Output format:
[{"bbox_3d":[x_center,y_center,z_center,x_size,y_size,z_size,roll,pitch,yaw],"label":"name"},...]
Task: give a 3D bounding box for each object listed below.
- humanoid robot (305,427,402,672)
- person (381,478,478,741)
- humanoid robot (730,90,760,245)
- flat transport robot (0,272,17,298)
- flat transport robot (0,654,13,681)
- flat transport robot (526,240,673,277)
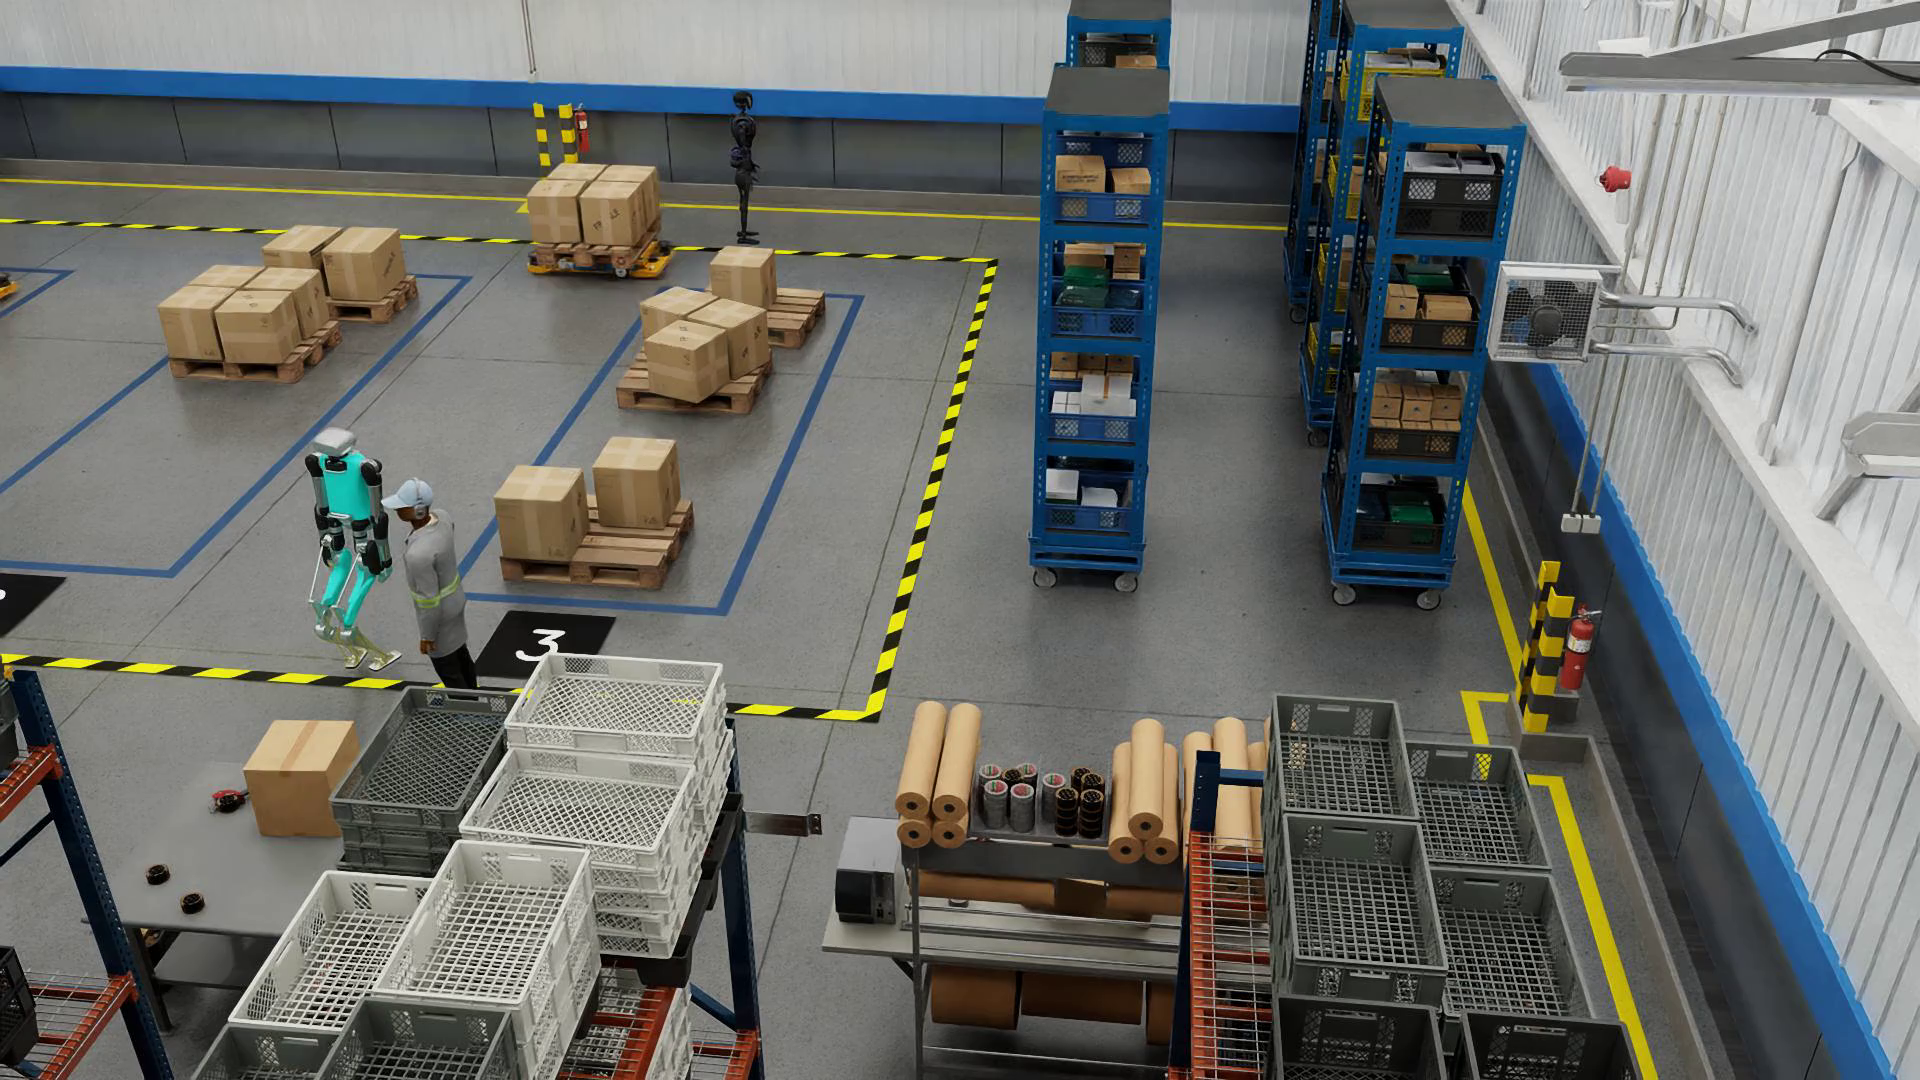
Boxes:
[{"bbox_3d":[-4.048,0.147,10.828,0.533,1.677,0.735,9,31,15],"label":"humanoid robot"},{"bbox_3d":[-3.259,0.440,10.344,0.362,1.852,0.593,-1,30,-2],"label":"person"},{"bbox_3d":[-2.366,-4.124,18.341,0.315,1.658,0.599,-2,30,-3],"label":"humanoid robot"},{"bbox_3d":[-10.570,-2.580,17.077,1.431,0.197,0.652,3,30,6],"label":"flat transport robot"},{"bbox_3d":[-7.142,0.969,11.010,1.431,0.231,0.659,3,30,6],"label":"flat transport robot"},{"bbox_3d":[-3.874,-3.061,17.903,1.431,0.197,0.652,3,30,6],"label":"flat transport robot"}]
